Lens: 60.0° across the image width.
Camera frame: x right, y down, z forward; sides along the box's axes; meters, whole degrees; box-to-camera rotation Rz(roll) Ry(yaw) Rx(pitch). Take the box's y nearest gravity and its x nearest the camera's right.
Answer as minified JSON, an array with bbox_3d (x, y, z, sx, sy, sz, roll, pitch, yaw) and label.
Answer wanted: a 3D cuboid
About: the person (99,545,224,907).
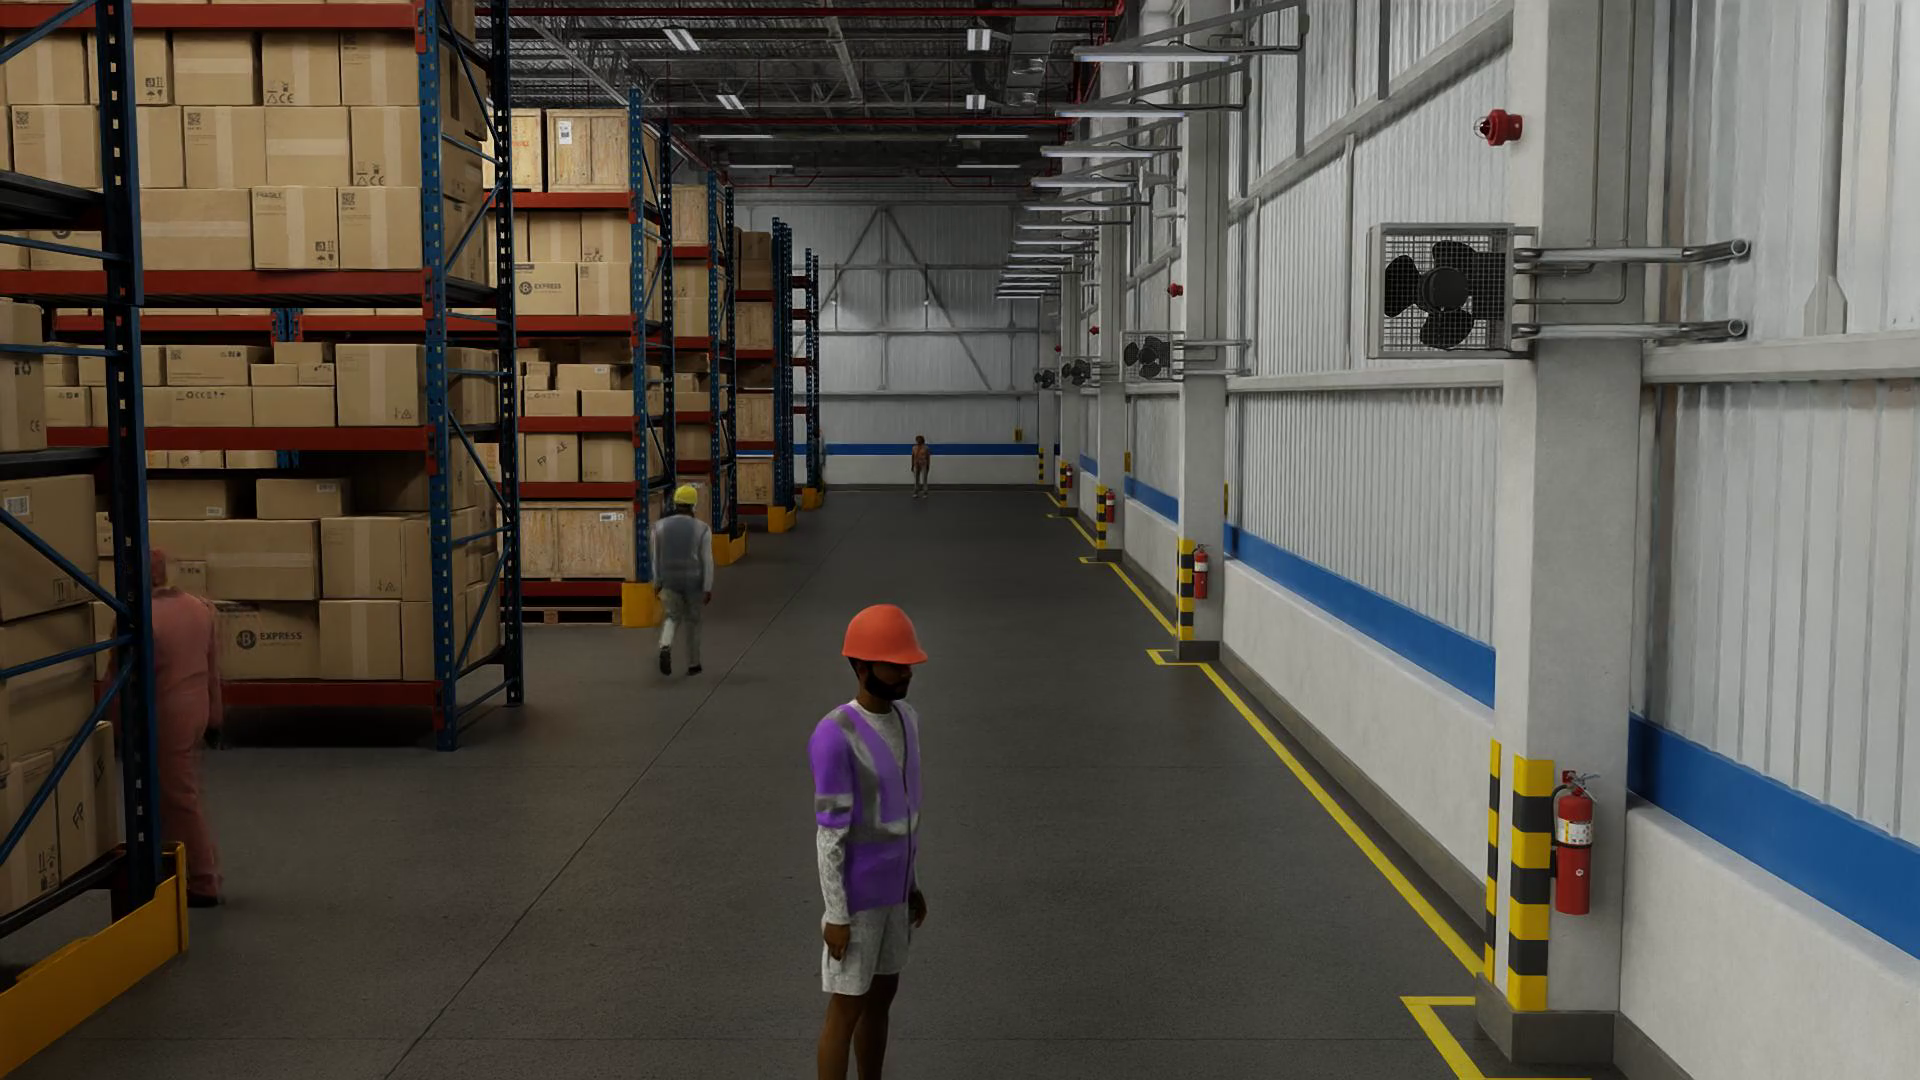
[{"bbox_3d":[-4.183,0.957,8.539,0.808,1.871,0.643,1,5,7],"label":"person"}]

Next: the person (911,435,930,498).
[{"bbox_3d":[-1.025,-1.895,43.161,0.523,1.636,0.310,2,5,23],"label":"person"}]

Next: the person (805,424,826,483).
[{"bbox_3d":[-3.795,-2.071,43.538,0.574,1.921,0.426,-2,5,-24],"label":"person"}]

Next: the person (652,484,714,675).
[{"bbox_3d":[-2.587,0.388,15.512,0.609,1.818,0.613,1,5,9],"label":"person"}]

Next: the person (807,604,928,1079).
[{"bbox_3d":[-0.276,1.176,5.637,0.379,1.938,0.547,3,6,30],"label":"person"}]
